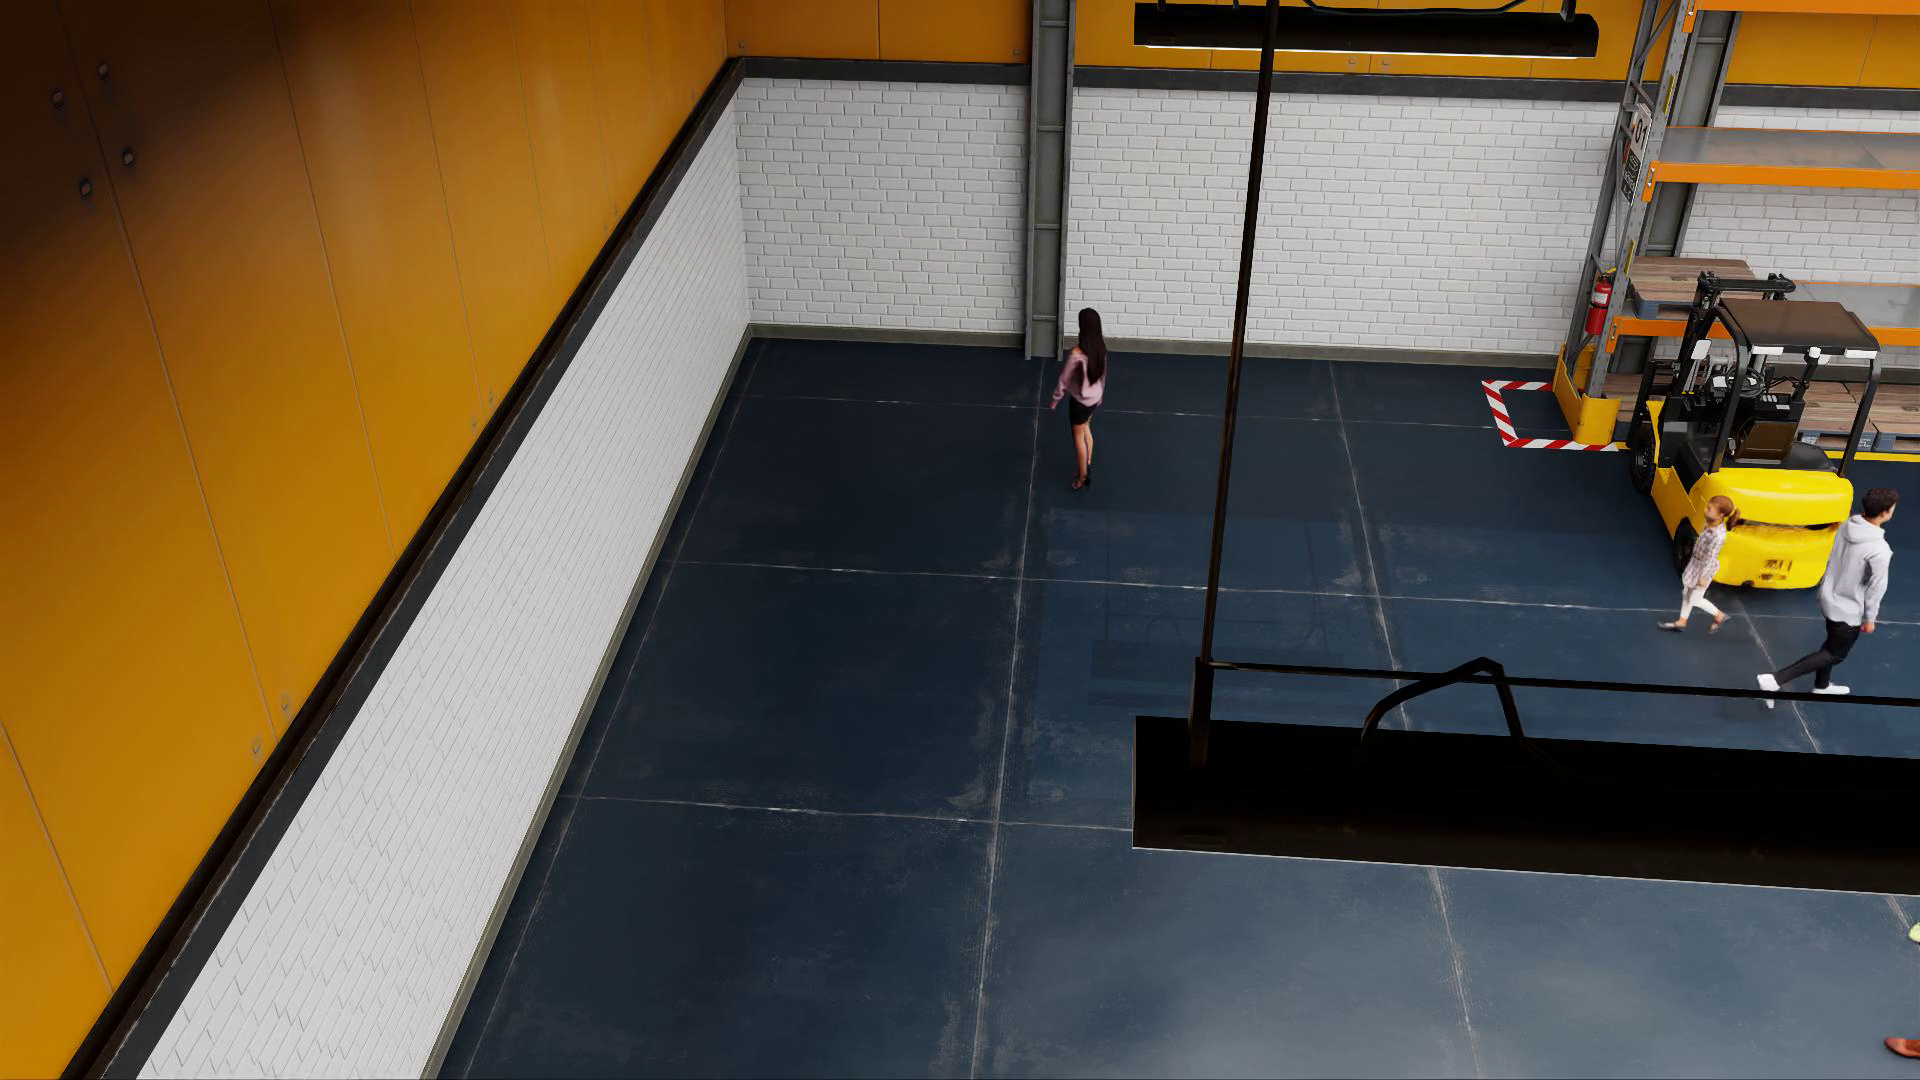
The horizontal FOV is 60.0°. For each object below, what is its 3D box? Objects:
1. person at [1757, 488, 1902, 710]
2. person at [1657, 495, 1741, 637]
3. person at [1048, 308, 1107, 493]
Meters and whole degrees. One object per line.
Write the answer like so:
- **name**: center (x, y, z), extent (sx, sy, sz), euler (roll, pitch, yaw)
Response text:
- **person**: center (6.406, 0.487, 12.222), extent (1.149, 1.900, 0.809), euler (-4, 34, -6)
- **person**: center (5.946, 0.223, 13.160), extent (0.750, 1.302, 0.558), euler (5, 34, 8)
- **person**: center (1.143, -1.202, 14.850), extent (0.808, 1.804, 0.764), euler (28, 42, 35)
